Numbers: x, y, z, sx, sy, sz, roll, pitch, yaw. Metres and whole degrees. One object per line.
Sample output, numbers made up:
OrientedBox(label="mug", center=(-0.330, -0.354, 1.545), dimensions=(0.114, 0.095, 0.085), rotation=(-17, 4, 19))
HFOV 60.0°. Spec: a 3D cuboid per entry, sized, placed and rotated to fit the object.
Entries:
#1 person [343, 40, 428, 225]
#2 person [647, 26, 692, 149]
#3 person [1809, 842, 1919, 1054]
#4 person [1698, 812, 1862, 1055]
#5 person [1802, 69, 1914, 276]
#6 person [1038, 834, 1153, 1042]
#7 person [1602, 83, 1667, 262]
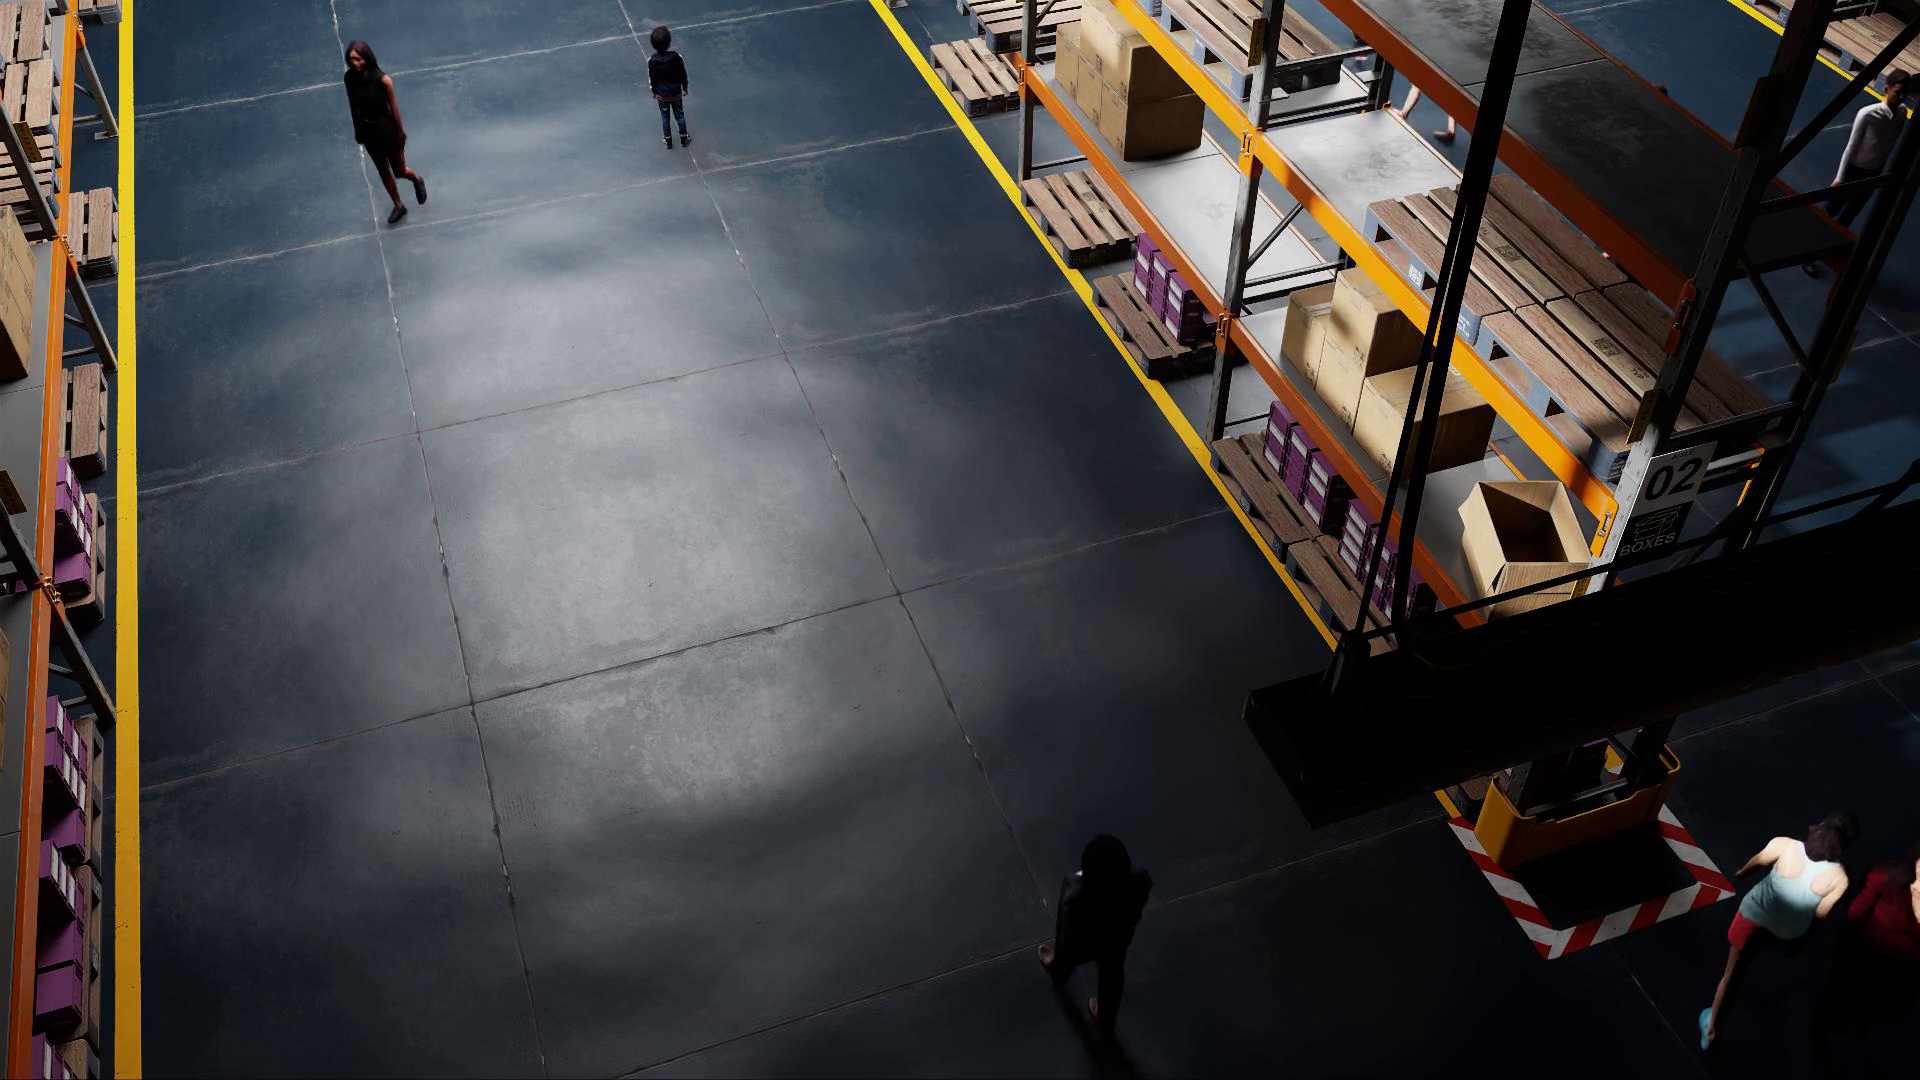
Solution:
OrientedBox(label="person", center=(-5.125, -3.672, 14.823), dimensions=(0.769, 1.728, 0.846), rotation=(8, 44, 8))
OrientedBox(label="person", center=(-2.786, -4.320, 15.872), dimensions=(0.553, 1.220, 0.537), rotation=(-6, 44, -6))
OrientedBox(label="person", center=(4.853, 2.084, 8.770), dimensions=(0.807, 1.744, 0.848), rotation=(10, 44, 10))
OrientedBox(label="person", center=(4.259, 2.094, 8.778), dimensions=(1.164, 1.719, 1.154), rotation=(20, 47, 20))
OrientedBox(label="person", center=(7.674, -3.159, 14.183), dimensions=(0.644, 1.868, 0.596), rotation=(-9, 44, -9))
OrientedBox(label="person", center=(0.755, 2.148, 8.828), dimensions=(0.691, 1.571, 0.875), rotation=(-16, 46, -16))
OrientedBox(label="person", center=(5.787, -3.169, 14.334), dimensions=(0.682, 1.675, 0.589), rotation=(11, 45, 12))
